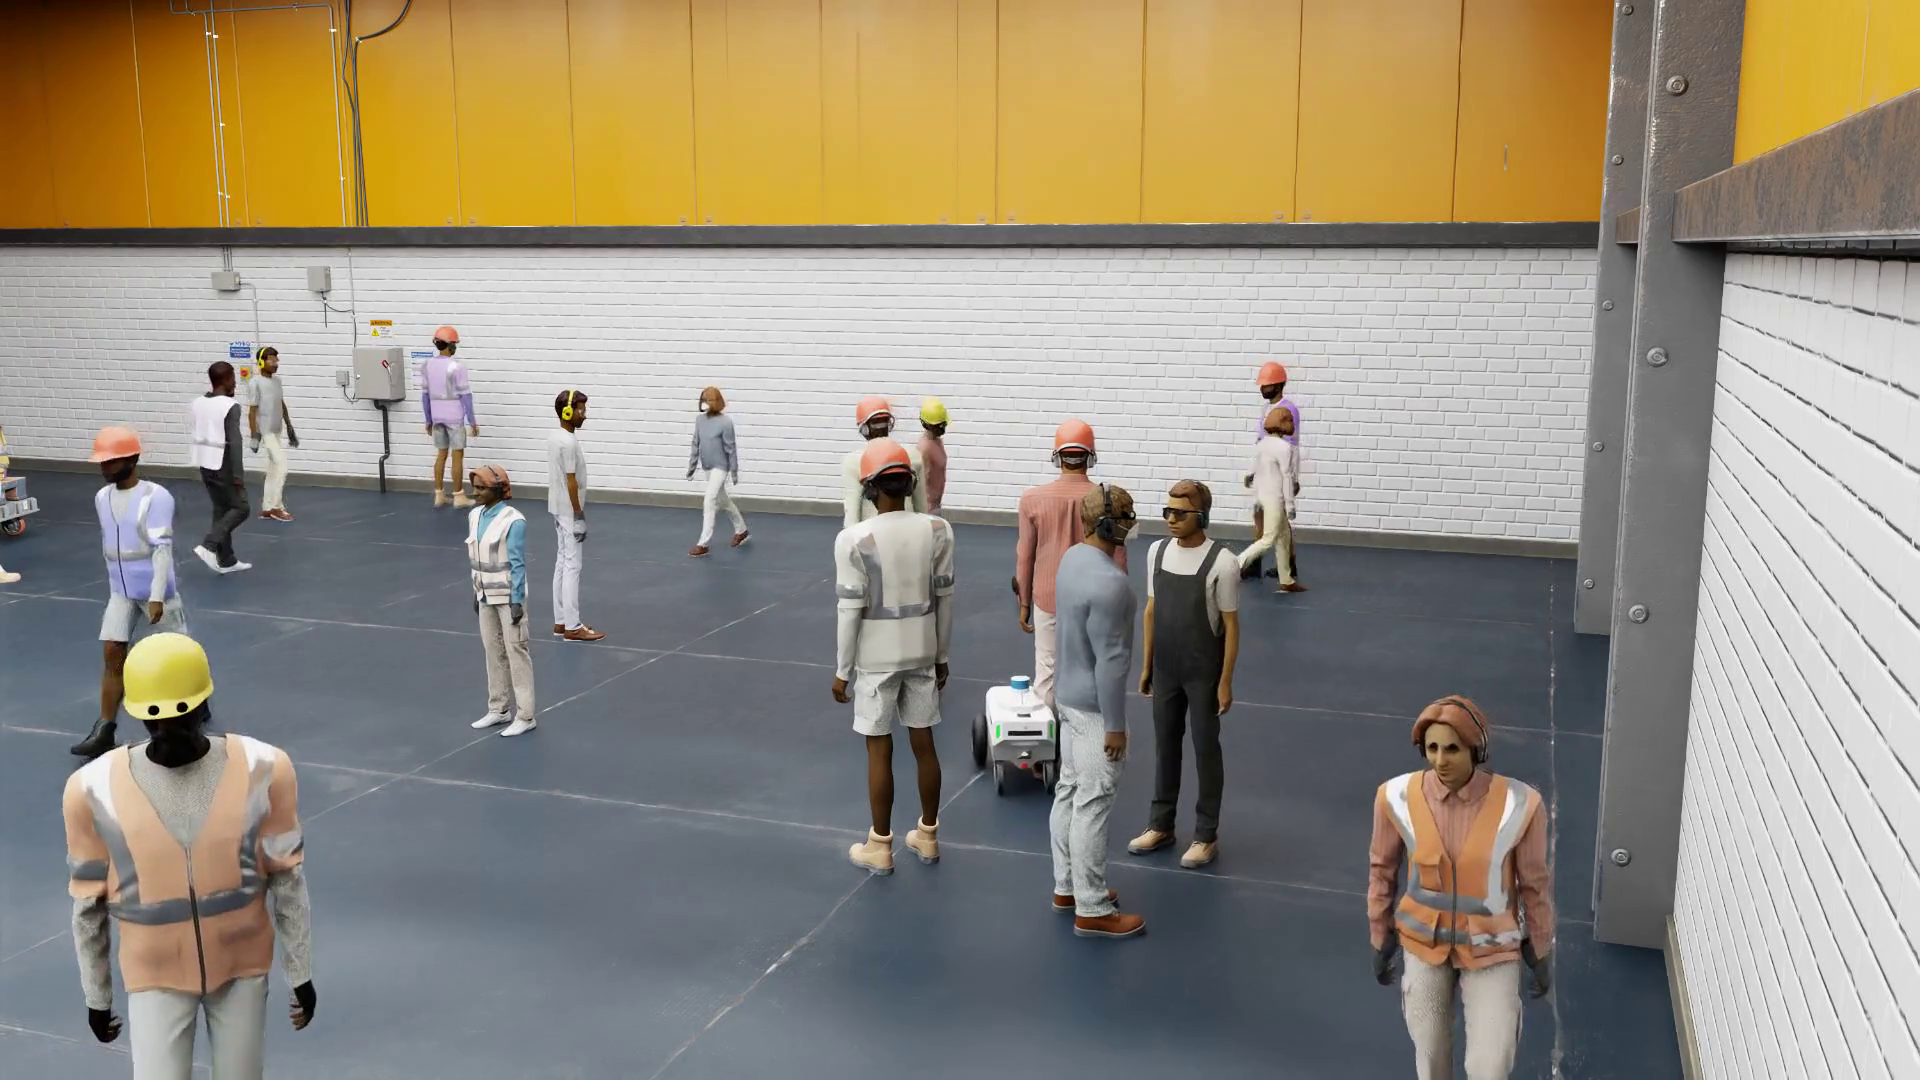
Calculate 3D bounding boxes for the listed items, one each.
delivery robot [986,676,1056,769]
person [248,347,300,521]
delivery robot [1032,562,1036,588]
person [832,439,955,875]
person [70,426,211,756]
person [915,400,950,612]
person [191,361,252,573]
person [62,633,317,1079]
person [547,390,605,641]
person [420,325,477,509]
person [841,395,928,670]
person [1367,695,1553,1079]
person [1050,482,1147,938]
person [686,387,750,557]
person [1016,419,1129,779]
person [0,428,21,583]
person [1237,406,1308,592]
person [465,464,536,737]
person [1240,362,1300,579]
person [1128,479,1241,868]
[{"bbox_3d":[0.330,0.992,9.153,0.477,0.478,0.707,0,10,-2],"label":"delivery robot"},{"bbox_3d":[-7.240,-1.123,17.690,0.608,1.852,0.523,1,10,5],"label":"person"},{"bbox_3d":[0.840,0.157,13.855,0.477,0.478,0.707,8,13,39],"label":"delivery robot"},{"bbox_3d":[-0.323,0.545,7.775,0.605,2.033,0.391,-6,12,-29],"label":"person"},{"bbox_3d":[-4.801,0.276,9.718,0.566,1.892,0.983,3,10,14],"label":"person"},{"bbox_3d":[-0.227,-0.282,13.308,0.380,1.717,0.720,2,10,9],"label":"person"},{"bbox_3d":[-6.593,-0.626,14.739,0.604,1.900,0.507,6,12,30],"label":"person"},{"bbox_3d":[-2.099,1.177,4.585,0.587,1.912,0.410,-5,11,-28],"label":"person"},{"bbox_3d":[-2.882,-0.182,12.347,0.326,1.865,0.519,-5,11,-28],"label":"person"},{"bbox_3d":[-5.669,-1.363,18.491,0.623,2.040,0.390,5,11,25],"label":"person"},{"bbox_3d":[-0.455,0.016,11.023,0.655,1.943,0.990,-5,11,-25],"label":"person"},{"bbox_3d":[1.493,1.243,5.003,0.534,1.613,0.389,5,11,26],"label":"person"},{"bbox_3d":[0.577,0.712,7.101,0.372,1.939,0.629,-2,10,-12],"label":"person"},{"bbox_3d":[-2.306,-0.681,15.895,0.493,1.596,0.844,10,14,44],"label":"person"},{"bbox_3d":[0.612,0.333,9.104,0.614,1.987,0.407,1,10,8],"label":"person"},{"bbox_3d":[-8.490,-0.542,14.433,0.637,1.842,0.429,9,13,40],"label":"person"},{"bbox_3d":[2.556,-0.324,13.890,0.764,1.599,0.494,-2,10,-10],"label":"person"},{"bbox_3d":[-2.754,0.357,9.965,0.508,1.631,0.312,9,13,40],"label":"person"},{"bbox_3d":[2.646,-0.594,14.520,0.802,1.904,0.575,-2,10,-9],"label":"person"},{"bbox_3d":[1.073,0.623,7.859,0.507,1.846,0.351,9,14,42],"label":"person"}]
